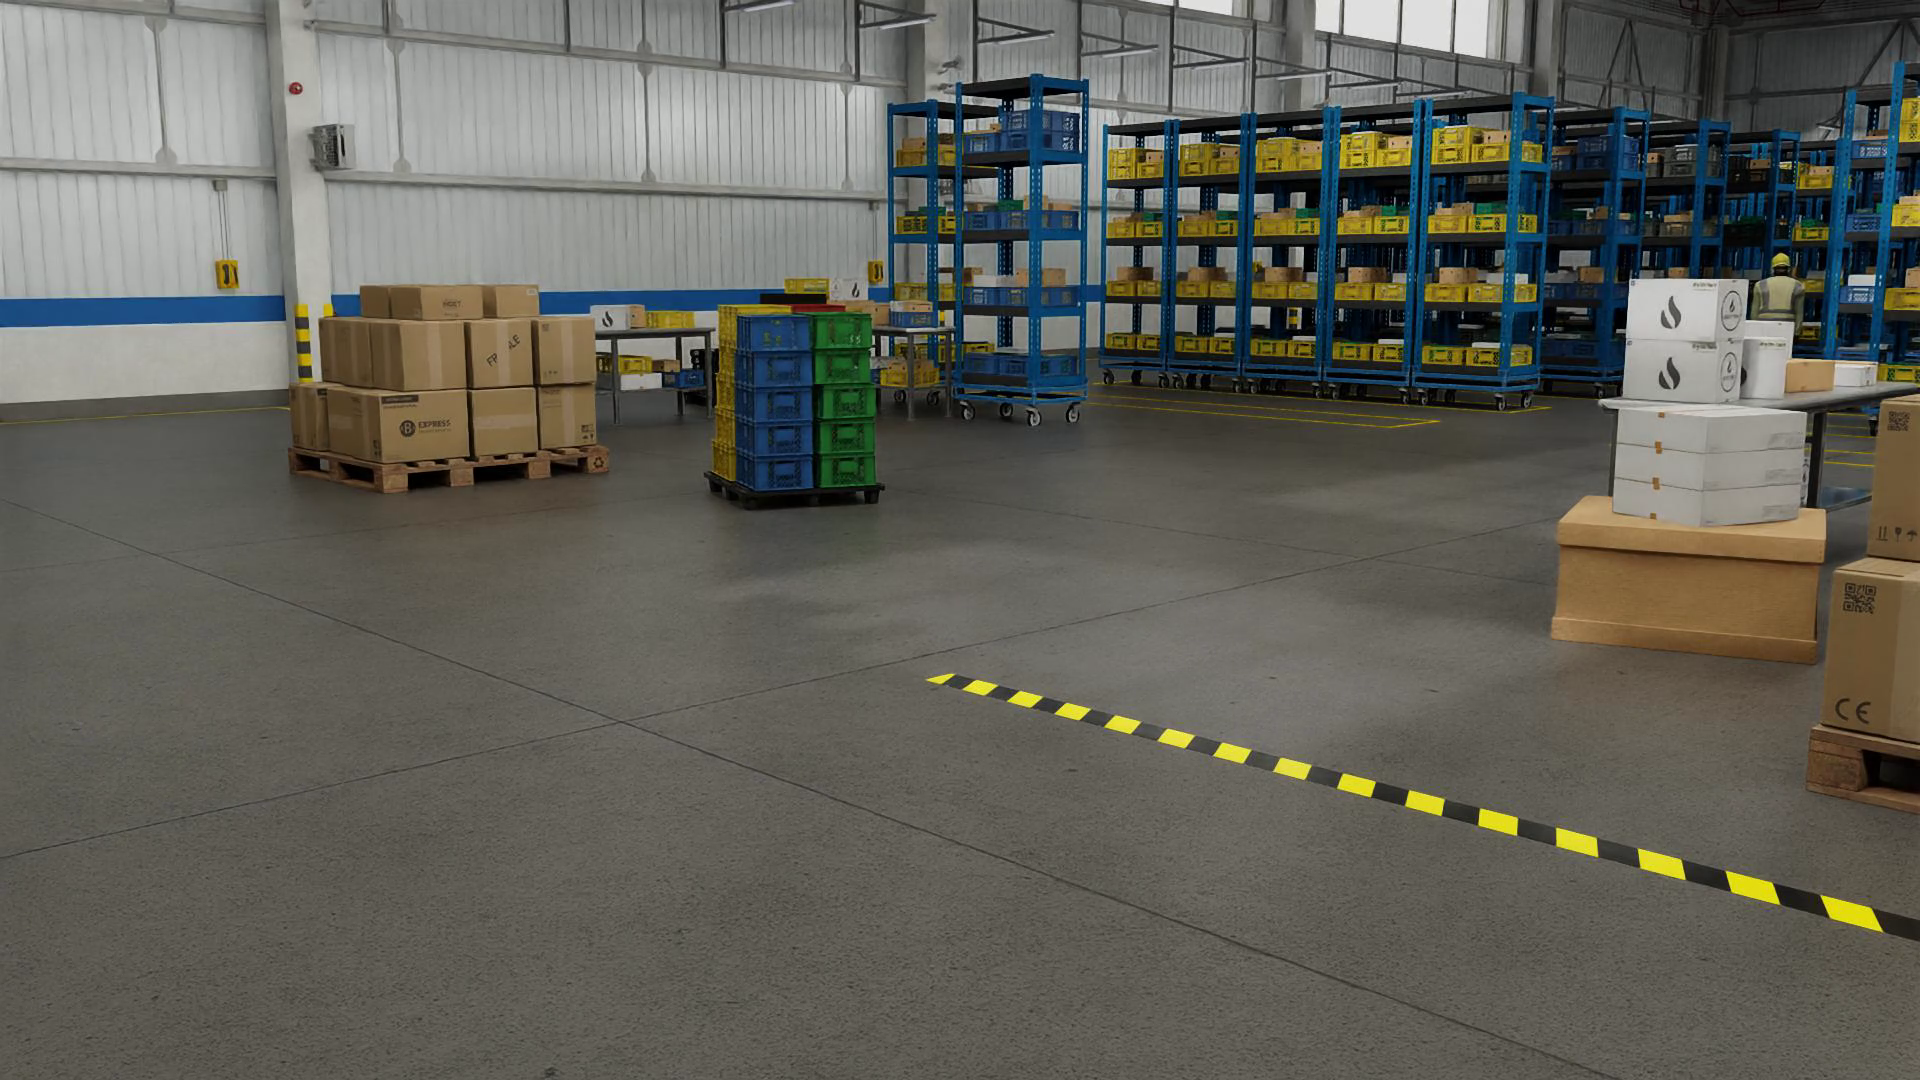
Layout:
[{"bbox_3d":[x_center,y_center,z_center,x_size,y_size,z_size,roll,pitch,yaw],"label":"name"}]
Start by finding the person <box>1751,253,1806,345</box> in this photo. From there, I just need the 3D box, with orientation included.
[{"bbox_3d":[9.972,-2.579,20.317,0.585,1.824,0.406,3,10,17],"label":"person"}]
